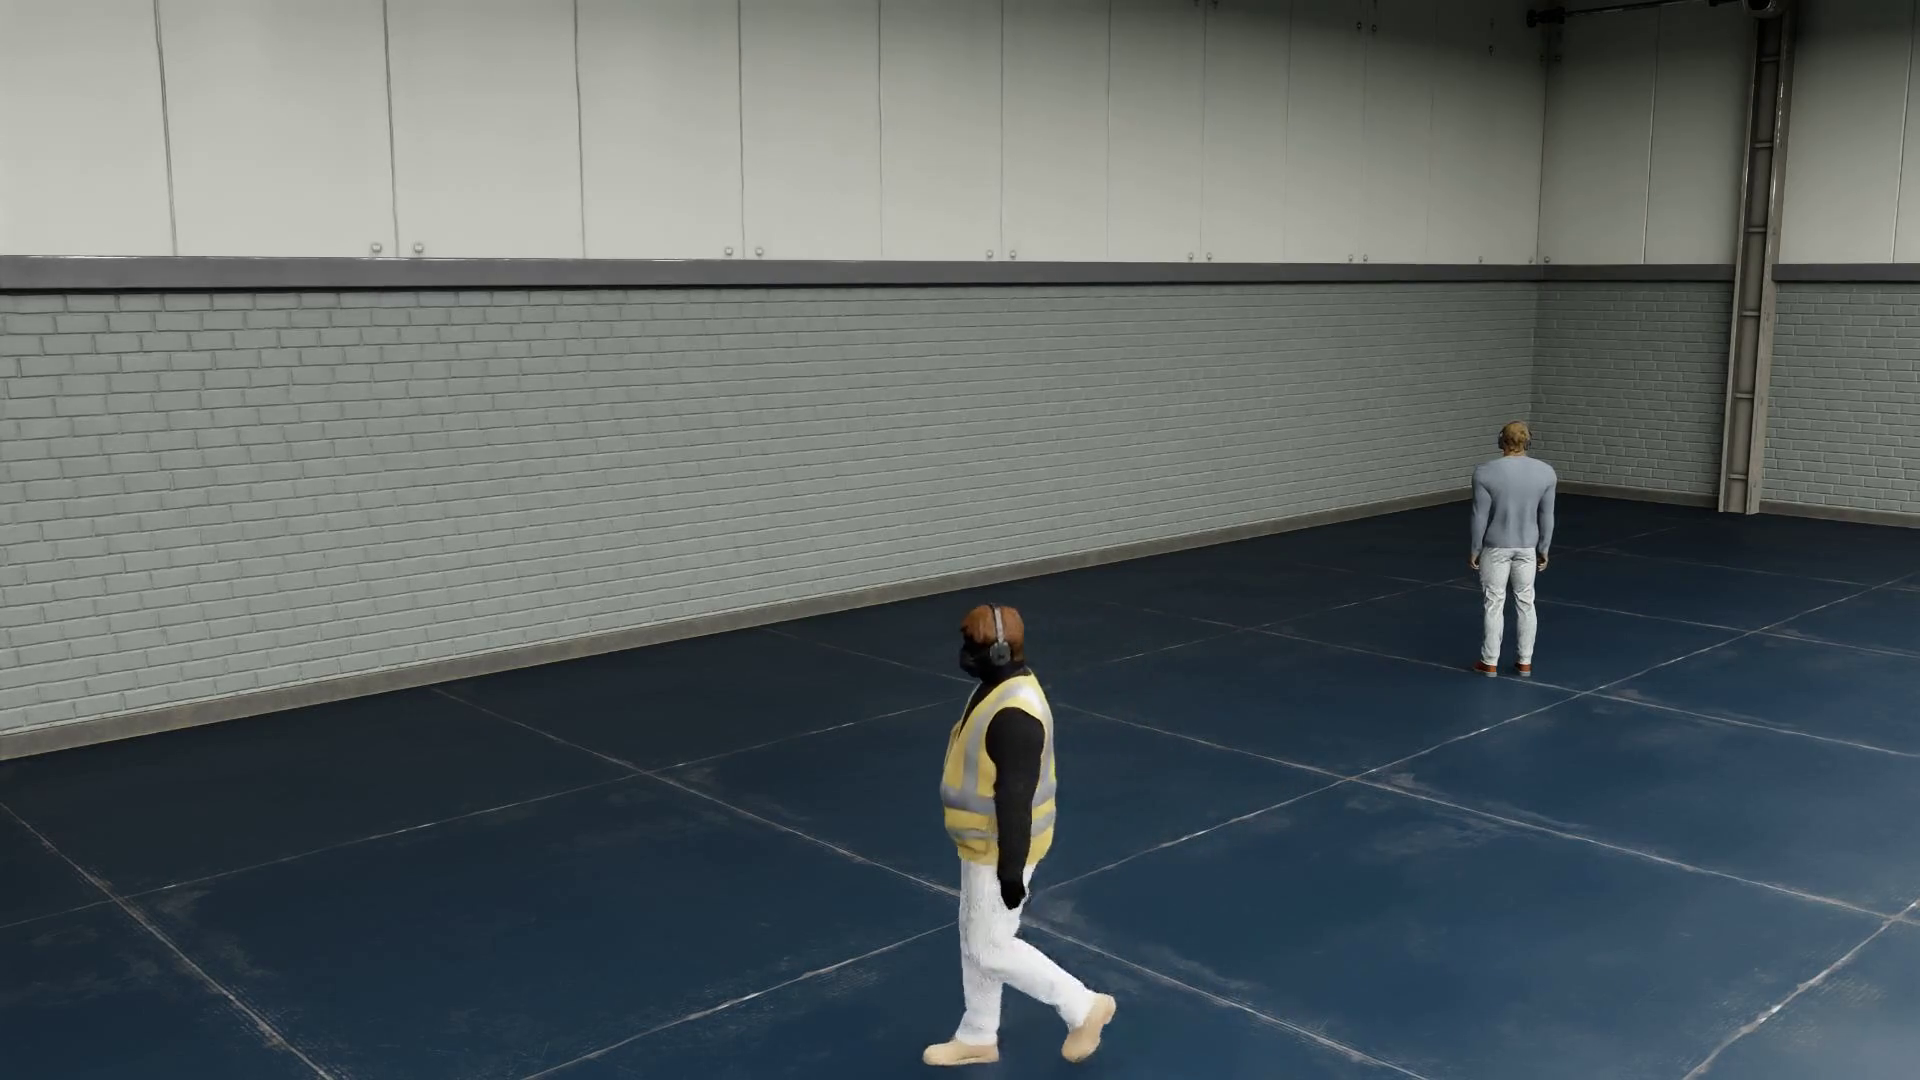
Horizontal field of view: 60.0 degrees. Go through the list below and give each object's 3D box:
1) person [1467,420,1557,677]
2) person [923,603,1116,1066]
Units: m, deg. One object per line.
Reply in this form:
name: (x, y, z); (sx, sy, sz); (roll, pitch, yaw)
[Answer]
person: (4.118, 0.067, 12.467); (0.635, 1.938, 0.361); (0, 9, -2)
person: (0.211, 1.131, 6.235); (0.631, 1.829, 0.635); (-1, 9, -4)
